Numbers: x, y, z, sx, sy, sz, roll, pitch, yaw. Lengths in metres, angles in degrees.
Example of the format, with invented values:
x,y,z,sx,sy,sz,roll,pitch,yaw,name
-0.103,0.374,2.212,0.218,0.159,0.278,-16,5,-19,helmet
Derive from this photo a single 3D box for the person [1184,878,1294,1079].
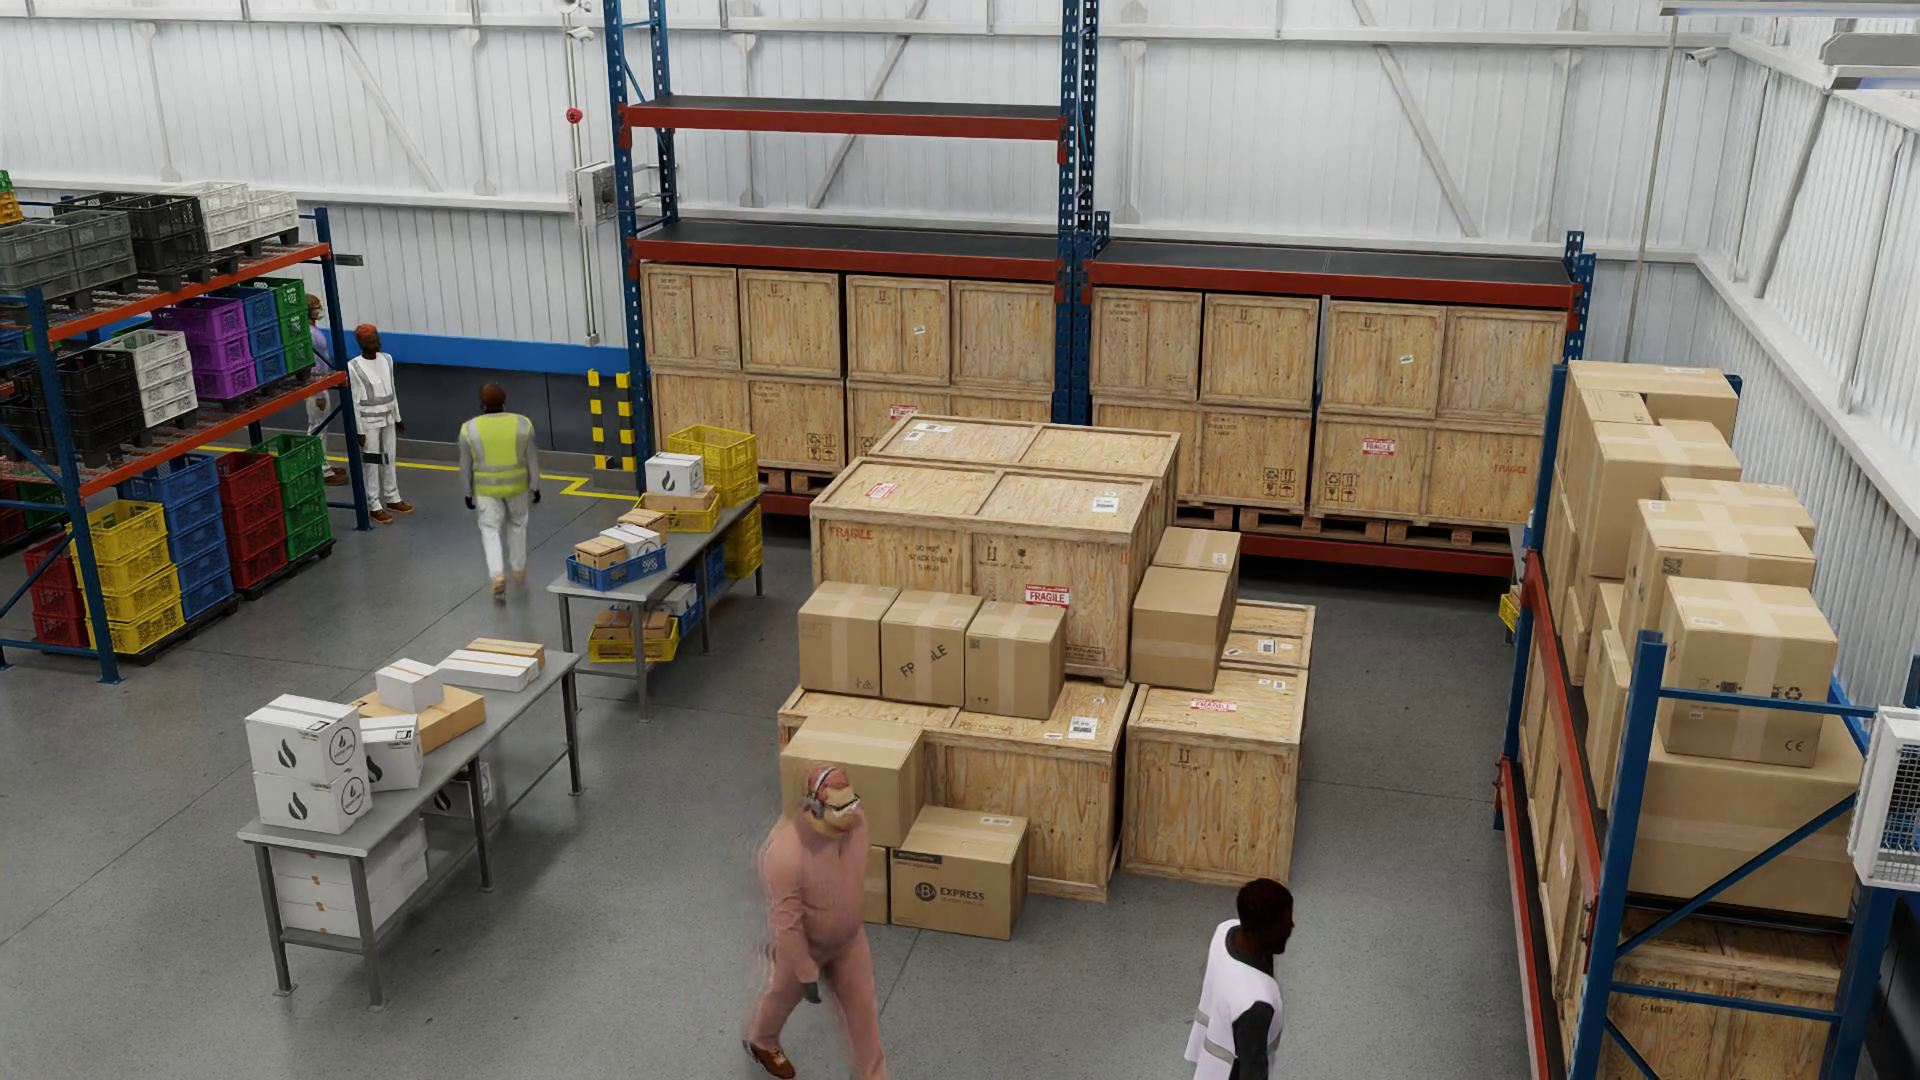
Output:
x,y,z,sx,sy,sz,roll,pitch,yaw,name
1.134,2.235,6.891,0.388,1.910,0.585,-1,21,-3,person

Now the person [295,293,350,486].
x,y,z,sx,sy,sz,roll,pitch,yaw,name
-6.435,-1.512,16.645,0.371,1.940,0.627,-8,22,-20,person

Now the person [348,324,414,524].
x,y,z,sx,sy,sz,roll,pitch,yaw,name
-5.478,-1.104,15.652,0.351,1.884,0.581,9,23,23,person

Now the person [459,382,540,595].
x,y,z,sx,sy,sz,roll,pitch,yaw,name
-3.859,-0.443,14.011,0.645,1.823,0.762,-7,22,-19,person

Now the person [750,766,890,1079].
x,y,z,sx,sy,sz,roll,pitch,yaw,name
-0.672,1.875,7.917,0.621,1.857,1.018,-20,28,-41,person
